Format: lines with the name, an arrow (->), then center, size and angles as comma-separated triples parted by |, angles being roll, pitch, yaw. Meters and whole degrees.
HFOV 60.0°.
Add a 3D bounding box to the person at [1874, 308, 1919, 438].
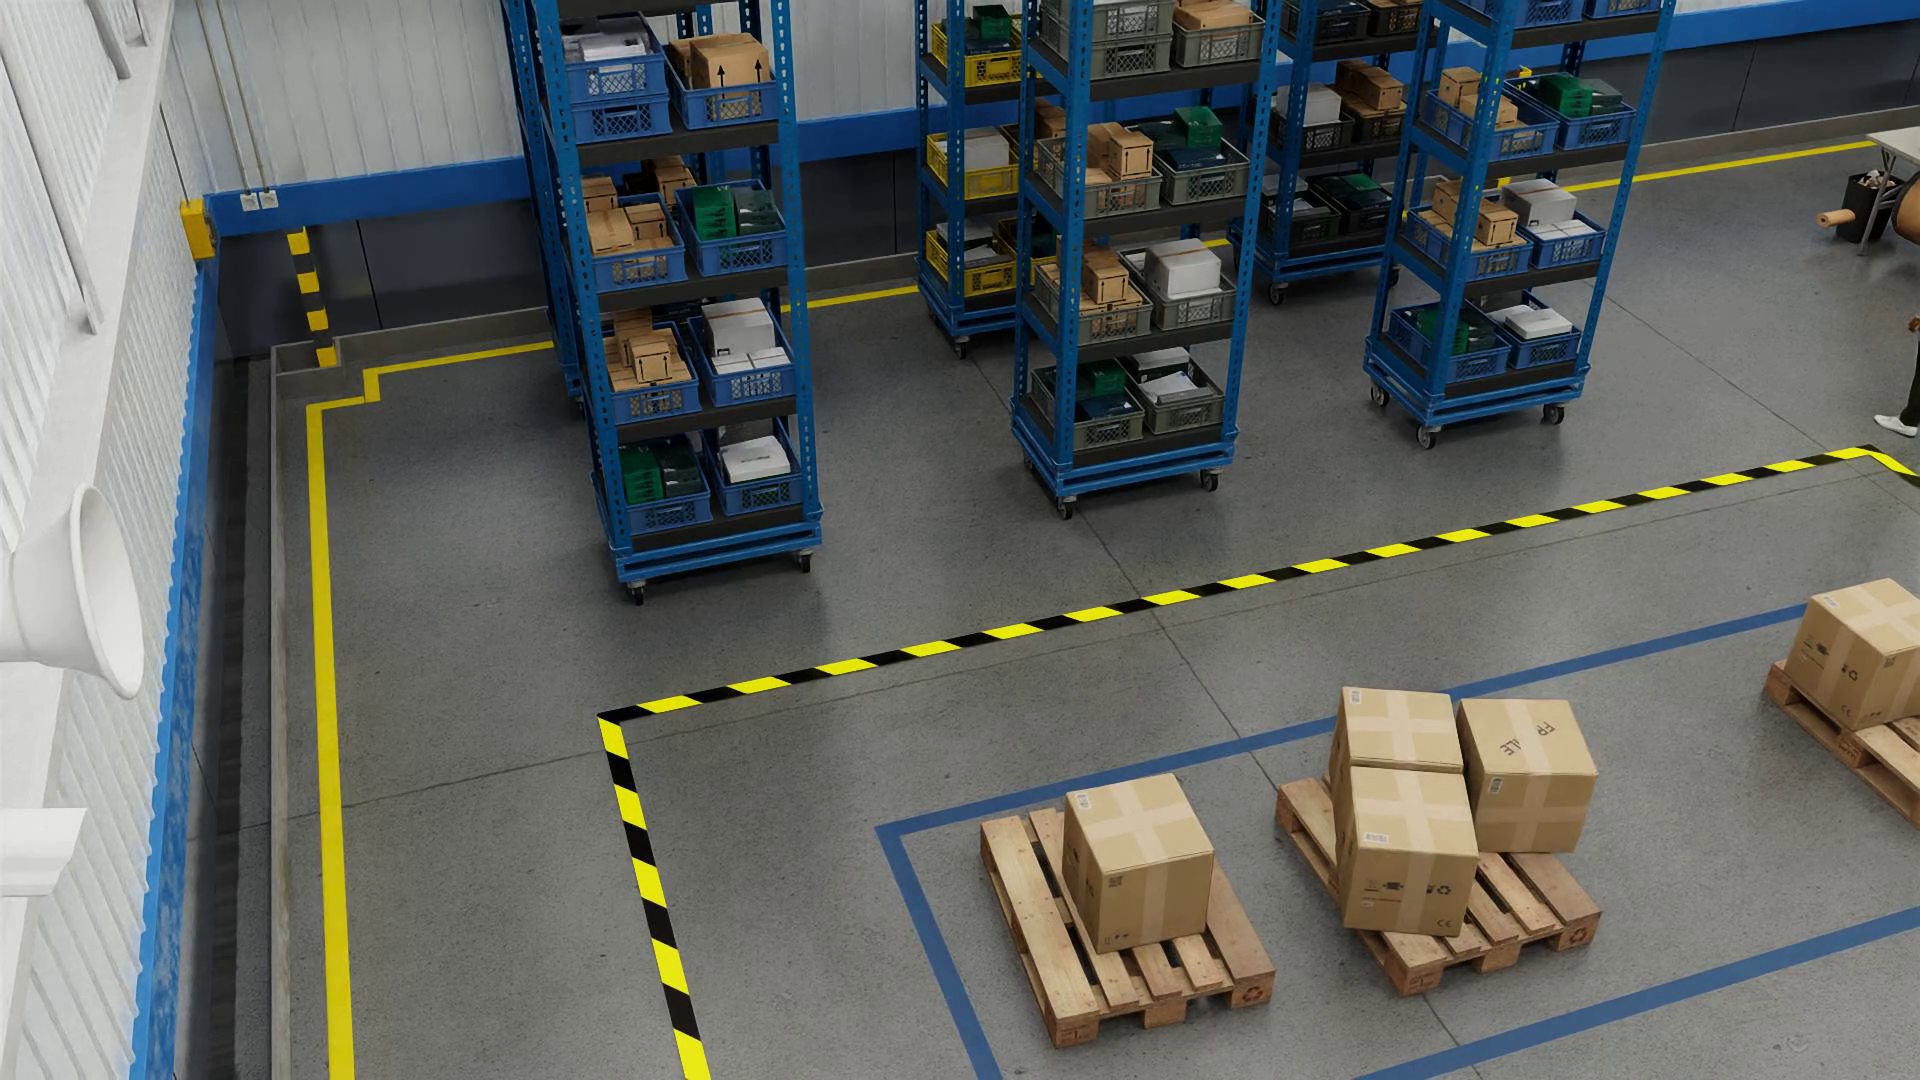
person -> 6.473, -1.536, 10.863 | 0.587, 1.848, 0.399 | -12, 37, -16
